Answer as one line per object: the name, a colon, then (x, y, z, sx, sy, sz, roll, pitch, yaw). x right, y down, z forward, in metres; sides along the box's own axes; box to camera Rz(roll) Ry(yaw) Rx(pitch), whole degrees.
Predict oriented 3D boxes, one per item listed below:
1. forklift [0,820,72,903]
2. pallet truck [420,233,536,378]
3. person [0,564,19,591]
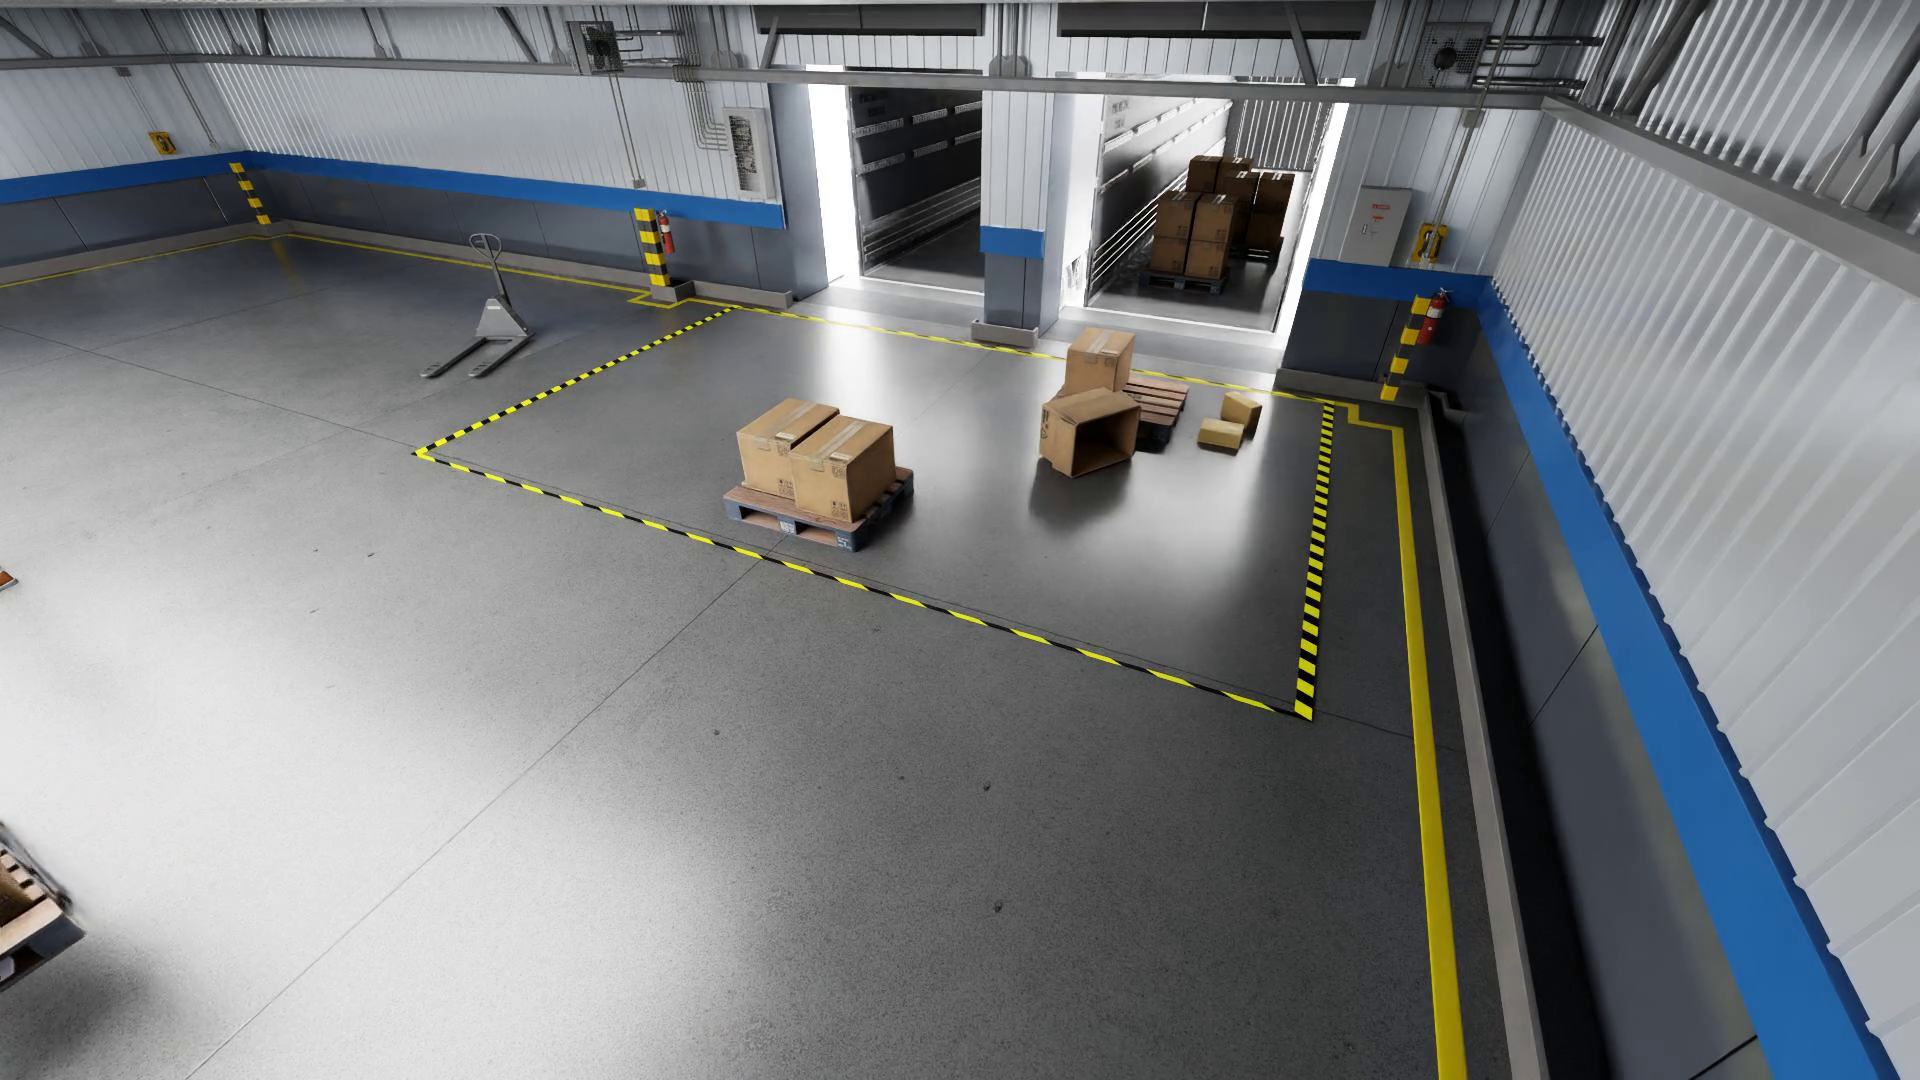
forklift: (-4.956, 0.804, 2.801, 0.776, 2.013, 0.716, 17, 39, 23)
pallet truck: (-5.664, -2.712, 8.427, 0.680, 1.201, 1.601, 0, 35, -1)
person: (-6.914, -0.452, 4.645, 0.603, 1.948, 0.386, 16, 38, 21)
